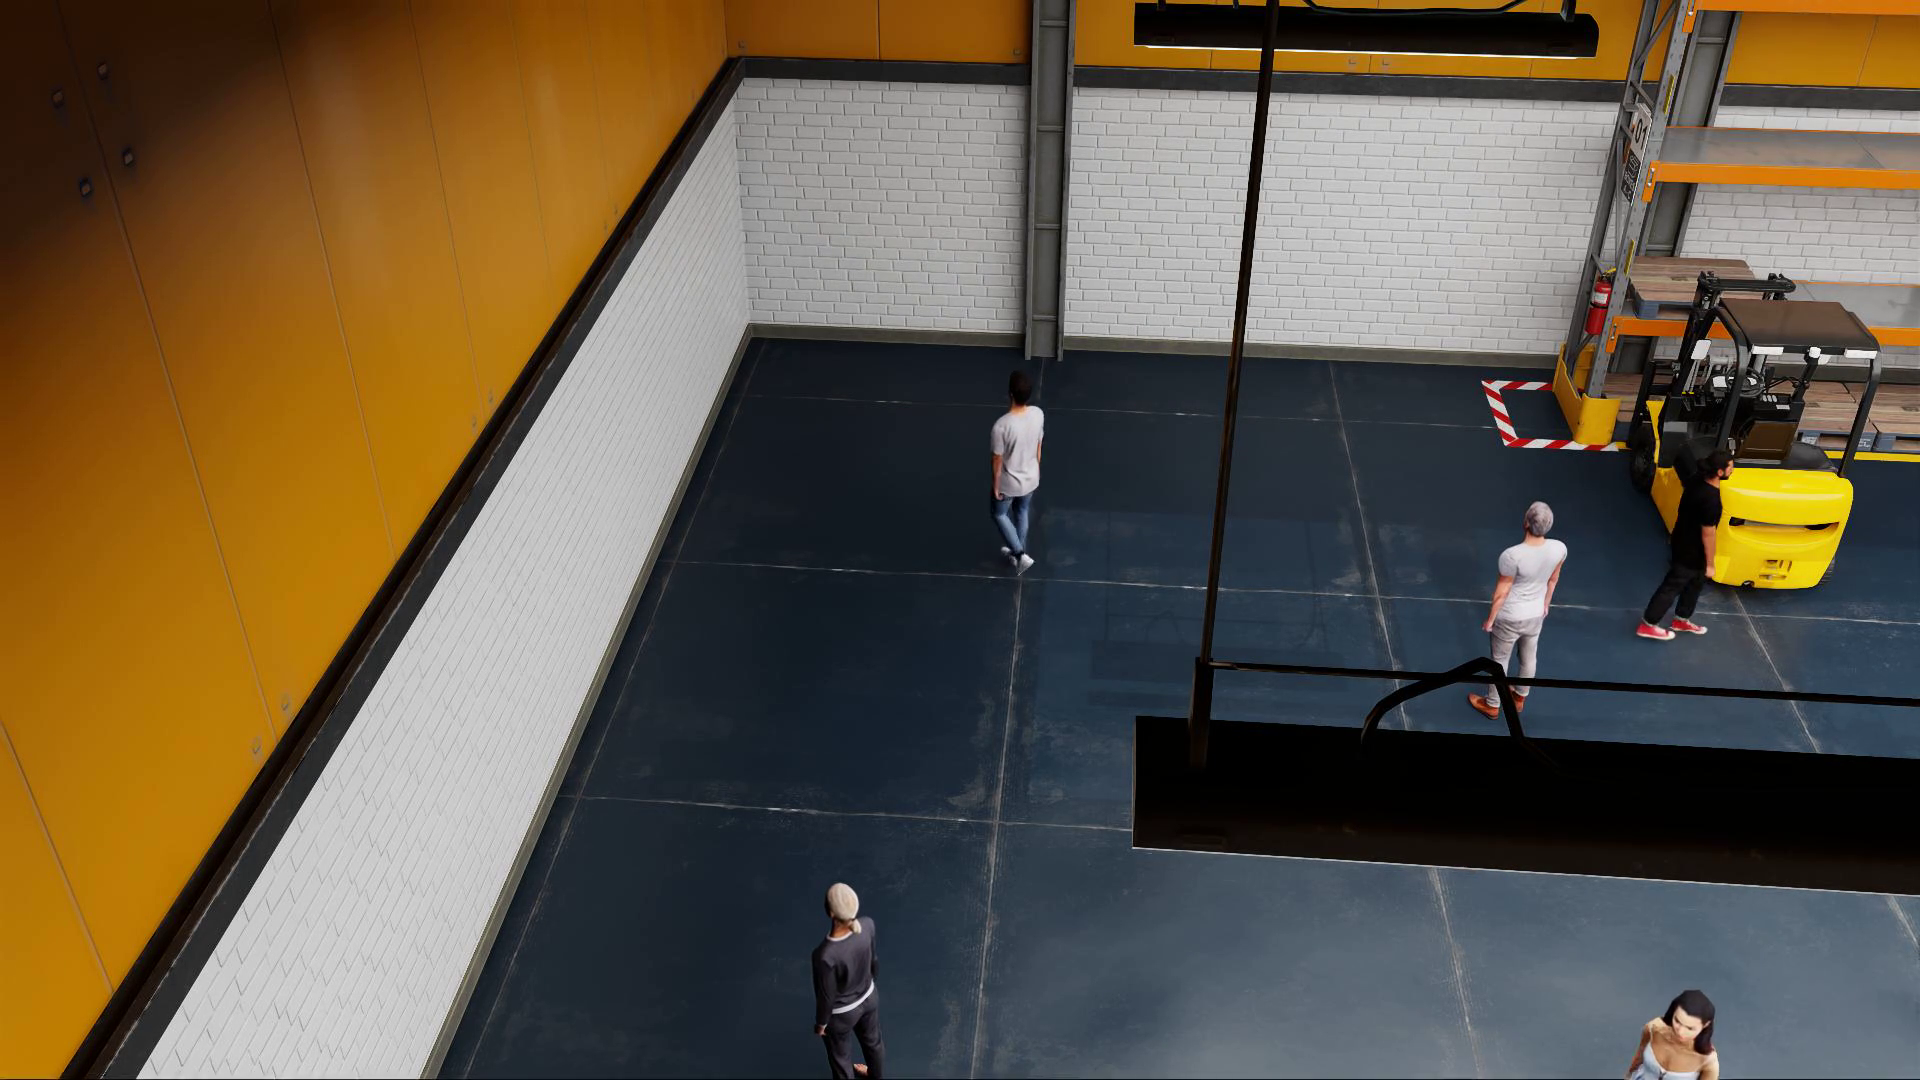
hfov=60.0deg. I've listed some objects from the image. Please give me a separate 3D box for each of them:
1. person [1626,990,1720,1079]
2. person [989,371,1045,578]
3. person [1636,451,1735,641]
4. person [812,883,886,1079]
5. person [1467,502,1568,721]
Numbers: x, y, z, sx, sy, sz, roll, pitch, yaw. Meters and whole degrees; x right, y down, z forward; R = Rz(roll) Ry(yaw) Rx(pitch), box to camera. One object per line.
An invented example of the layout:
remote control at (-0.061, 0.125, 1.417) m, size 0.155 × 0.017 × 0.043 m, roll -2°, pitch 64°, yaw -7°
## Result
person at (3.702, 2.930, 8.713) m, size 0.965 × 1.715 × 0.928 m, roll -28°, pitch 42°, yaw -35°
person at (0.504, -0.502, 13.733) m, size 0.960 × 1.874 × 0.992 m, roll -18°, pitch 38°, yaw -25°
person at (5.615, 0.061, 13.010) m, size 0.802 × 1.738 × 0.674 m, roll 6°, pitch 34°, yaw 9°
person at (-0.622, 2.554, 9.270) m, size 0.714 × 1.725 × 0.683 m, roll 27°, pitch 42°, yaw 34°
person at (4.117, 0.533, 12.216) m, size 0.647 × 1.831 × 0.822 m, roll -9°, pitch 35°, yaw -14°
